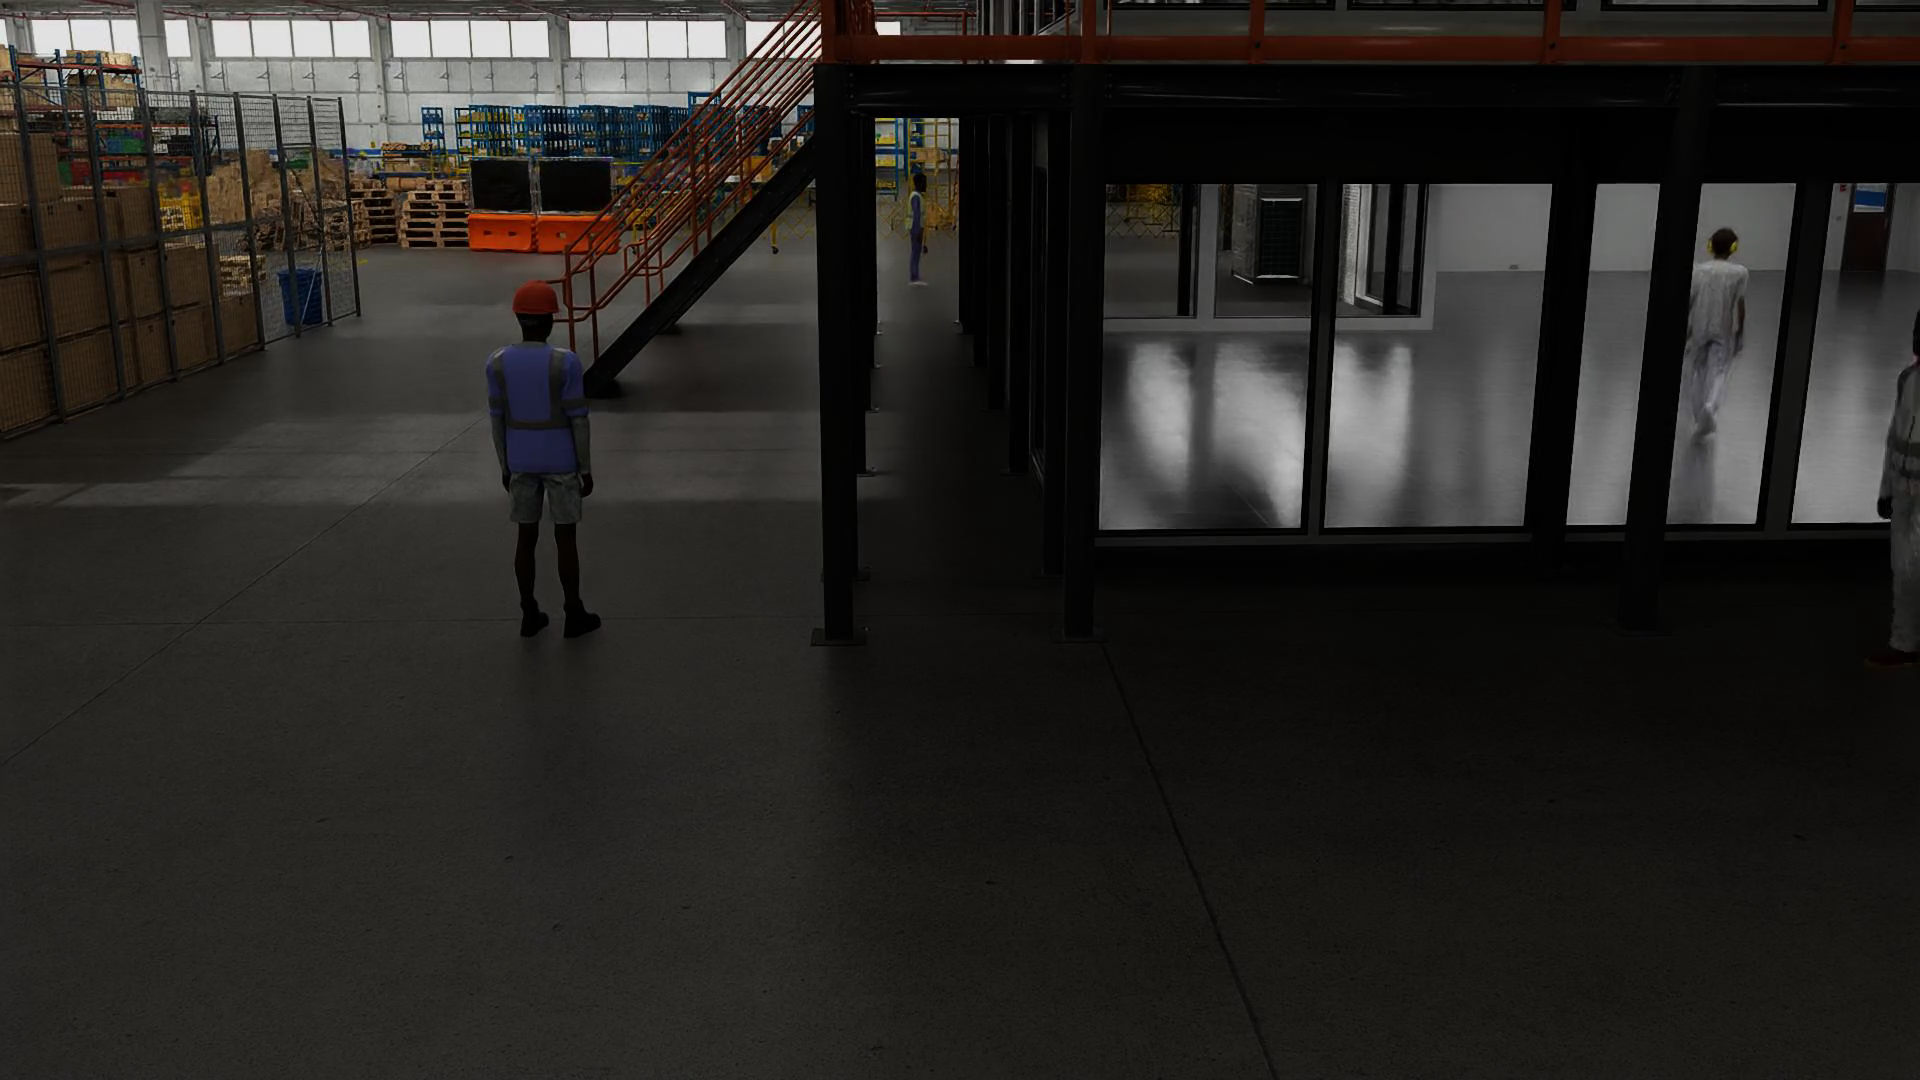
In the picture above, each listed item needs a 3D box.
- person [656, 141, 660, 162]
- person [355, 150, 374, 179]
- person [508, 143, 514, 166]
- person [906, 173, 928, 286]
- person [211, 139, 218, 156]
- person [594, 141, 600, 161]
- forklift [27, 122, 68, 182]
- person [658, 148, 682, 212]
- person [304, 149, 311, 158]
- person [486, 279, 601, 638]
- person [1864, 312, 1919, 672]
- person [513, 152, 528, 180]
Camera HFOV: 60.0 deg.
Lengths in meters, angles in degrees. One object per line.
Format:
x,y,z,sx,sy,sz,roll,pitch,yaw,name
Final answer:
-17.056,-21.561,93.719,0.989,1.798,0.575,0,14,-1,person
-21.274,-13.005,59.470,0.471,1.812,0.608,9,16,31,person
-23.017,-19.305,84.744,0.857,1.782,0.647,5,15,20,person
-0.742,-5.330,28.586,0.375,1.917,0.592,0,14,0,person
-40.324,-20.713,90.014,0.409,1.943,0.614,-9,17,-33,person
-18.057,-19.079,83.383,0.382,1.995,0.612,10,17,34,person
-35.376,-14.773,64.377,1.129,2.768,1.873,-1,14,-2,forklift
-9.138,-11.336,52.424,0.974,2.003,0.632,0,14,1,person
-29.094,-16.617,74.064,0.791,1.742,0.528,1,14,4,person
-2.233,-0.425,8.942,0.545,1.938,0.356,2,14,8,person
4.817,-0.232,8.304,0.421,1.868,0.608,-2,14,-9,person
-14.185,-11.584,53.713,0.952,1.863,0.649,9,16,31,person
